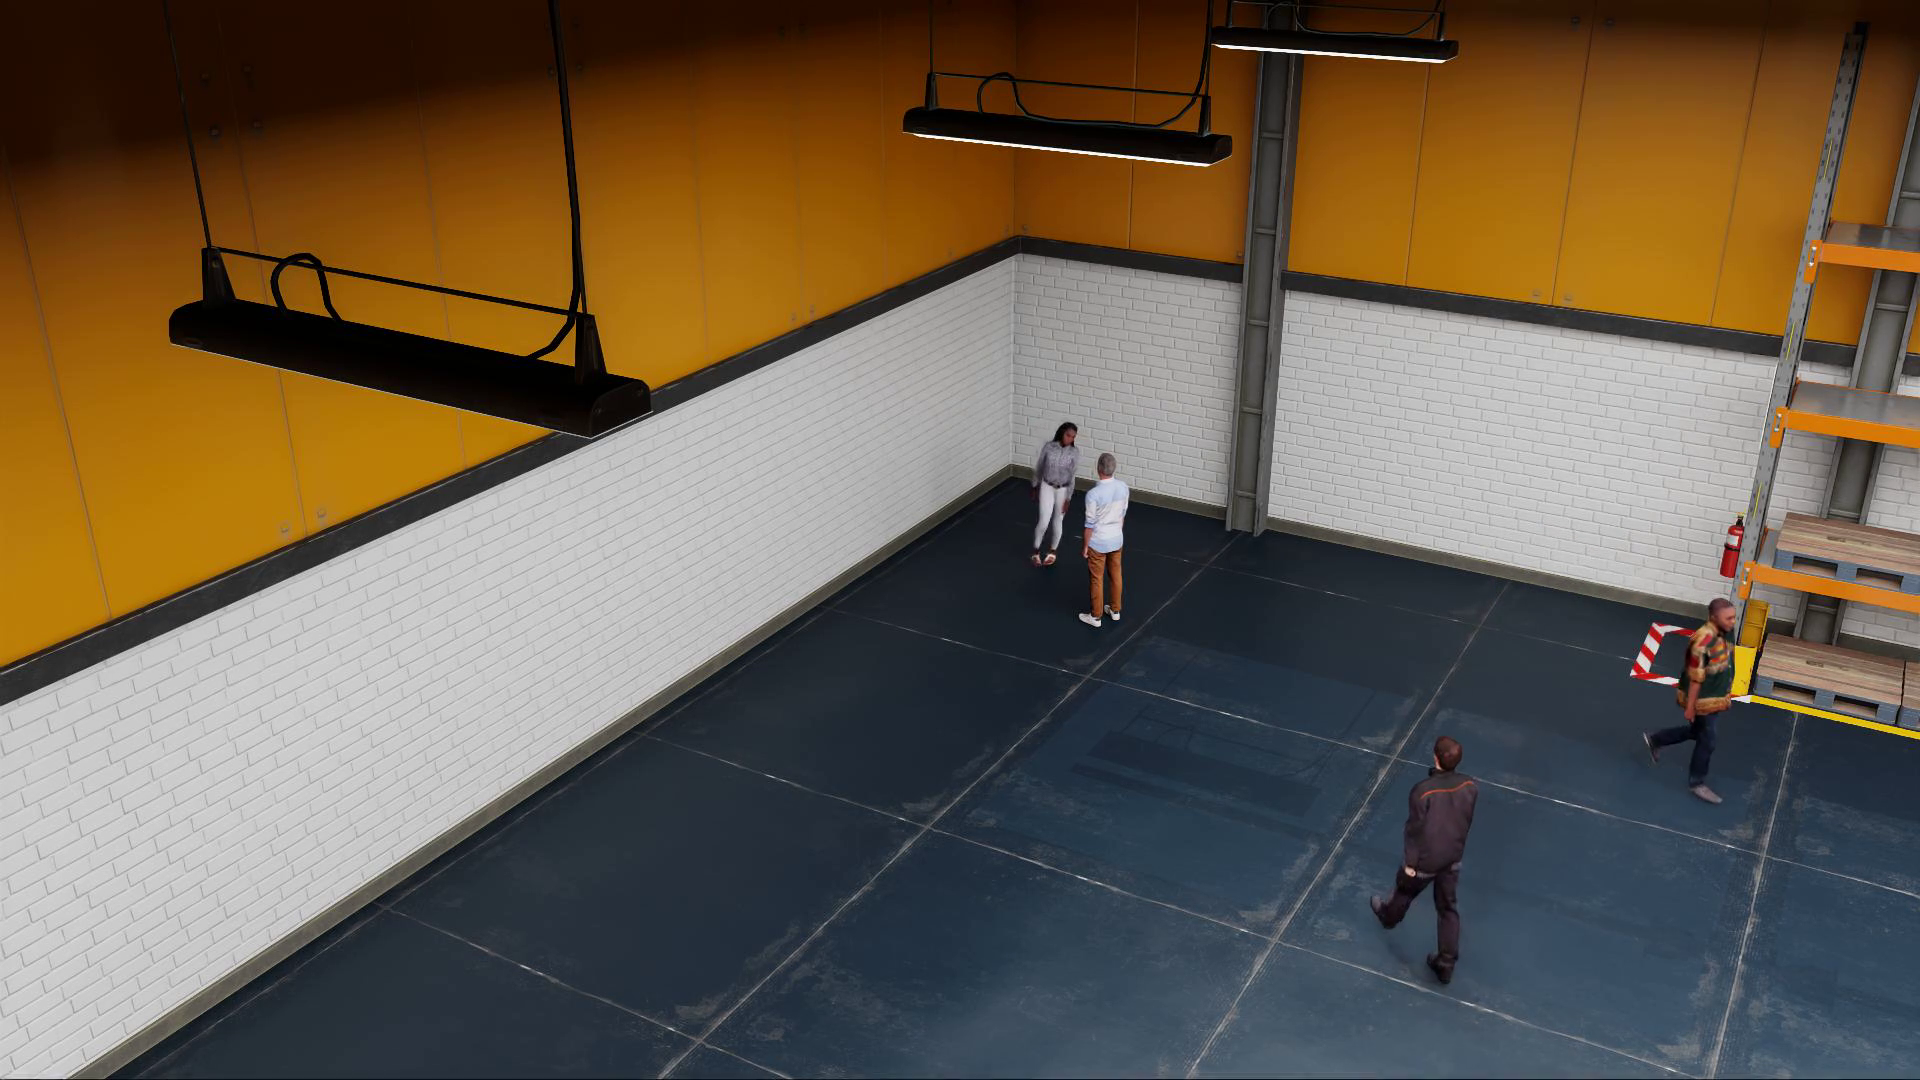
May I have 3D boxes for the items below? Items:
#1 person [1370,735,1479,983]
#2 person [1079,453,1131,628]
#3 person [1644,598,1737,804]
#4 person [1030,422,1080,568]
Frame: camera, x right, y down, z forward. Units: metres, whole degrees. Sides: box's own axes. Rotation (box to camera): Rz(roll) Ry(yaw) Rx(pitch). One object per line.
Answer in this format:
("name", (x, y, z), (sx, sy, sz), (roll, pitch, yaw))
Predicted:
("person", (3.371, 2.268, 11.637), (1.188, 1.786, 1.252), (-7, 24, -15))
("person", (1.466, -0.012, 16.801), (0.764, 1.828, 0.743), (-15, 28, -30))
("person", (6.161, 1.277, 13.903), (0.885, 1.787, 1.112), (-19, 30, -37))
("person", (1.026, -0.501, 18.095), (0.711, 1.686, 0.843), (11, 26, 23))
